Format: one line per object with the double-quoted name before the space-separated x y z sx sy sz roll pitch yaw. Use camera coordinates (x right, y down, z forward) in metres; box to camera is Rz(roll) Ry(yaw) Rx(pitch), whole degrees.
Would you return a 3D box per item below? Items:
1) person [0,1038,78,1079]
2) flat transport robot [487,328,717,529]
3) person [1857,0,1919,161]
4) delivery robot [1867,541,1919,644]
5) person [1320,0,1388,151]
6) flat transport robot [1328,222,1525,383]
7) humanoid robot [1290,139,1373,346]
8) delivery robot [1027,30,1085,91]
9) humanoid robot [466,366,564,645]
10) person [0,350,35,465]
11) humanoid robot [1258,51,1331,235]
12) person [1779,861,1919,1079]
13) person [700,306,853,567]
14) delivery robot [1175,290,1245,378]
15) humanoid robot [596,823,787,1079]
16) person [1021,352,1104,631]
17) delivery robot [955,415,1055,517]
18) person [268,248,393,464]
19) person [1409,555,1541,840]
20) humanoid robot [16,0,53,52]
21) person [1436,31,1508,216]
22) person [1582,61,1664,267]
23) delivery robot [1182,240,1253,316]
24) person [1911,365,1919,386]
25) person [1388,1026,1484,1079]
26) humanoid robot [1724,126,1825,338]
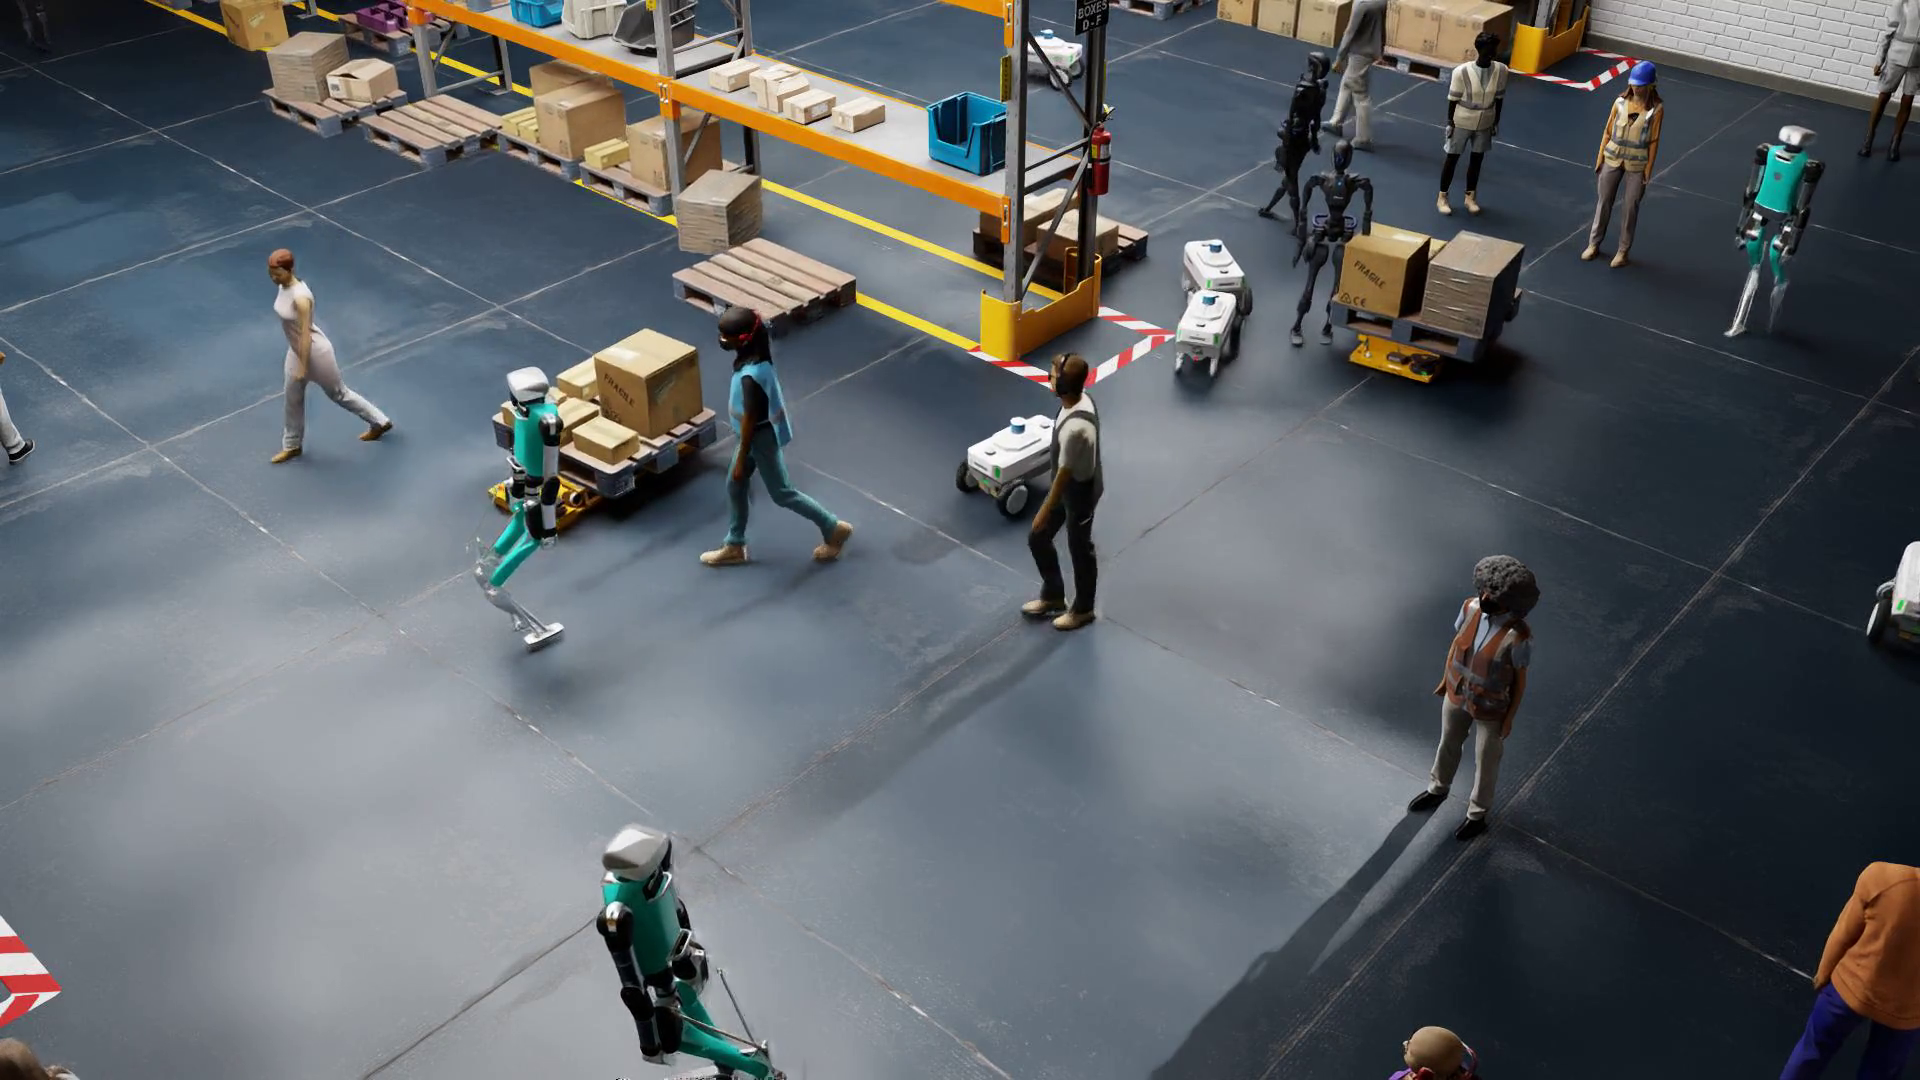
"person" -3.245 2.428 6.079 0.391 1.656 0.511 1 35 2
"flat transport robot" -2.524 -0.550 11.607 0.659 0.231 1.431 23 41 30
"person" 9.160 -4.634 16.068 0.548 1.927 0.390 13 37 18
"delivery robot" 5.825 0.354 10.054 0.525 0.603 0.775 18 38 24
"person" 3.849 -4.810 16.368 0.824 1.867 0.587 28 43 34
"flat transport robot" 3.692 -1.685 13.251 0.659 0.231 1.431 20 40 27
"humanoid robot" 2.894 -2.278 12.869 0.593 1.656 0.408 5 35 8
"delivery robot" 0.959 -5.272 18.183 0.757 0.580 0.499 14 37 20
"humanoid robot" -2.619 -0.119 9.684 0.765 1.771 0.530 -21 40 -28
"person" -6.859 -1.322 11.350 0.586 1.833 0.404 -6 35 -9
"humanoid robot" 2.996 -3.530 14.725 0.700 1.621 0.608 25 42 32
"person" 3.727 1.815 6.690 0.515 1.972 0.404 22 40 29
"person" -1.174 -0.623 10.344 0.948 1.832 0.523 -7 35 -10
"delivery robot" 1.922 -1.651 12.958 0.499 0.603 0.803 11 36 16
"humanoid robot" -1.037 1.890 6.773 1.009 1.735 0.542 6 35 9
"person" 0.586 -0.254 9.816 0.570 1.821 0.476 -6 35 -9
"delivery robot" 0.376 -0.542 11.358 0.809 0.611 0.499 -27 43 -34
"person" -4.477 -1.310 11.522 0.835 1.611 0.462 -26 42 -33
"person" 2.619 0.797 8.401 0.302 1.688 0.446 -23 41 -29
"humanoid robot" -10.644 -6.399 18.855 0.588 1.624 0.624 -18 39 -24
"person" 4.620 -3.758 15.004 0.532 1.690 0.320 -4 35 -6
"person" 5.642 -3.185 14.106 0.473 1.771 0.323 24 41 31
"delivery robot" 2.089 -2.182 13.713 0.499 0.587 0.788 -6 35 -8
"person" 7.525 -1.943 12.314 0.330 1.771 0.533 18 39 24
"person" 1.641 2.371 6.120 0.349 1.694 0.481 22 40 28
"humanoid robot" 6.446 -2.385 13.039 0.742 1.848 0.535 -22 40 -28
